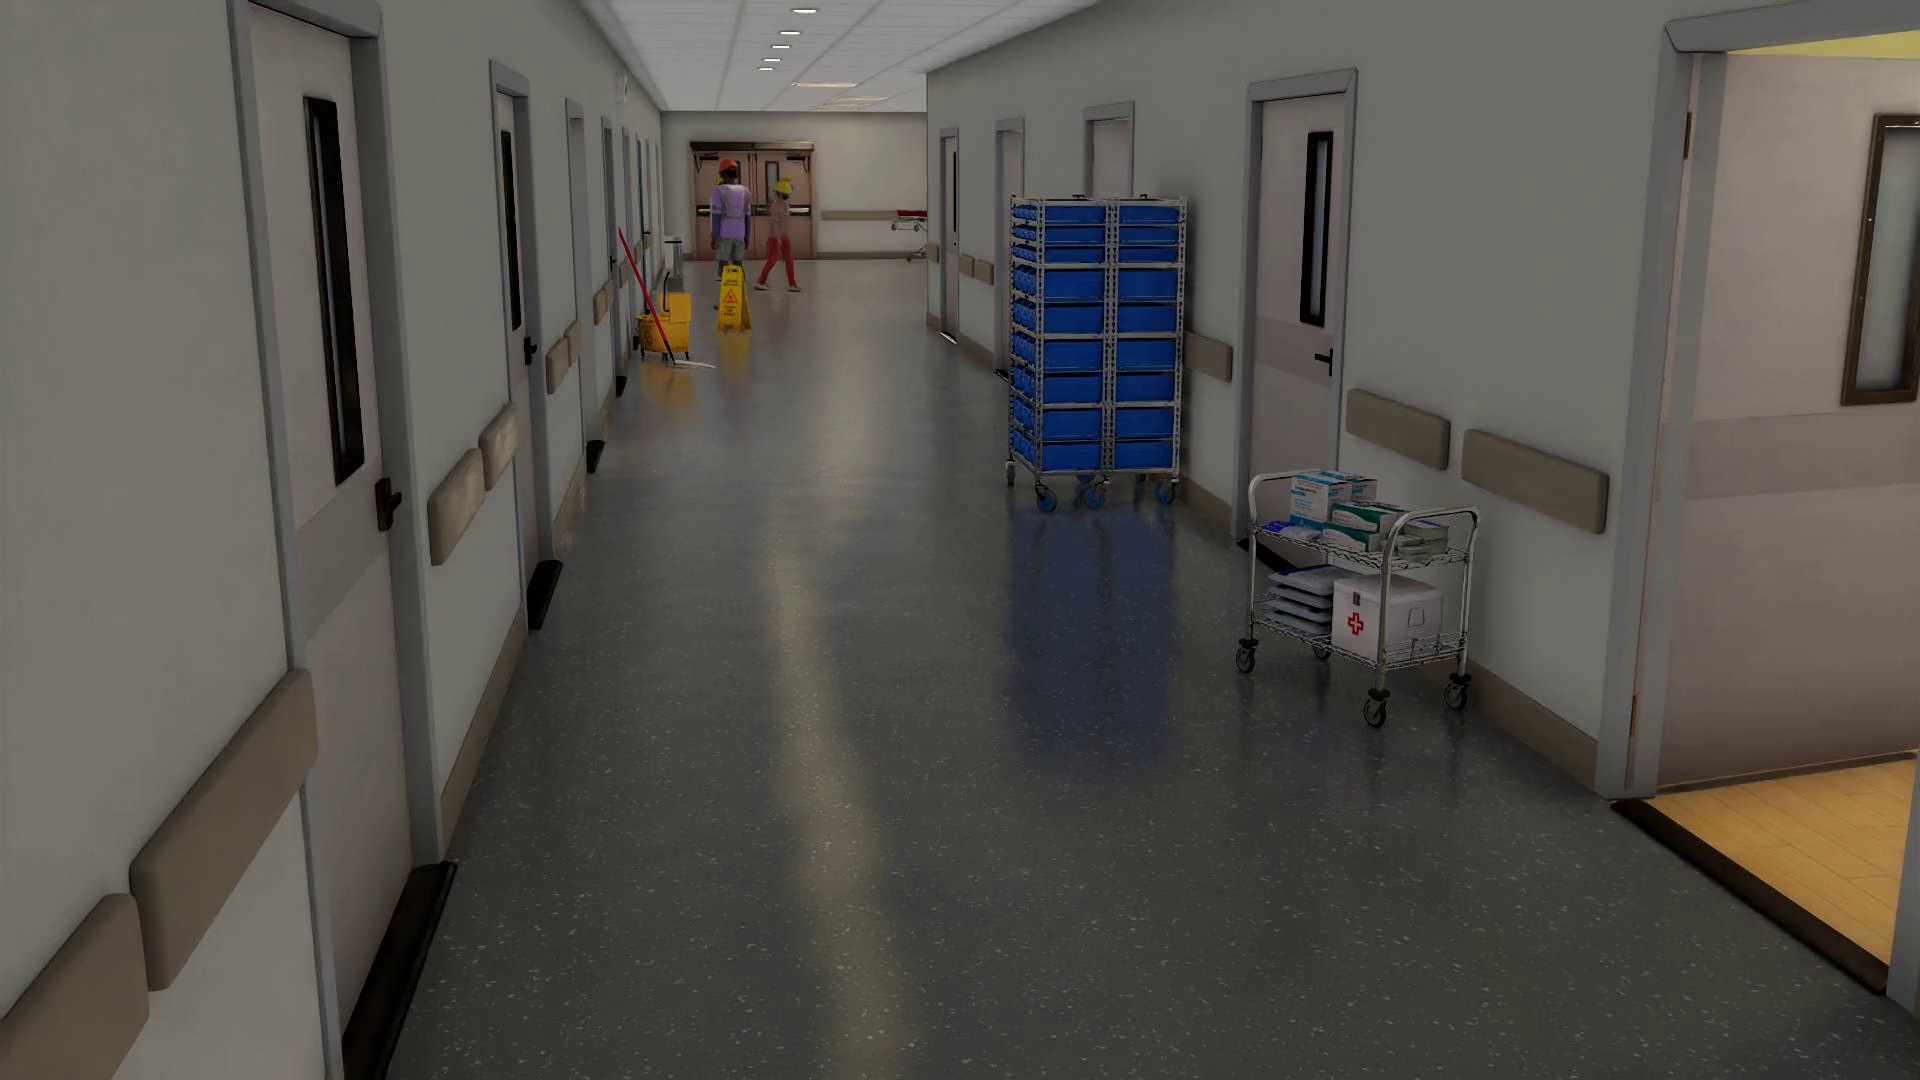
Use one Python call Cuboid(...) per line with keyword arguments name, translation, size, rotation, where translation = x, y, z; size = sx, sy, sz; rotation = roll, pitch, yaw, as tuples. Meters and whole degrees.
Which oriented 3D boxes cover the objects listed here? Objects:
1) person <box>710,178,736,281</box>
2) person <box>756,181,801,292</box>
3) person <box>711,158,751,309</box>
Cuboid(name="person", translation=(-3.966, -5.260, 28.138), size=(0.522, 1.763, 0.320), rotation=(-4, 13, -17))
Cuboid(name="person", translation=(-2.834, -4.710, 25.806), size=(0.765, 1.708, 0.537), rotation=(8, 15, 31))
Cuboid(name="person", translation=(-3.125, -4.153, 22.618), size=(0.619, 2.030, 0.404), rotation=(-12, 17, -42))
